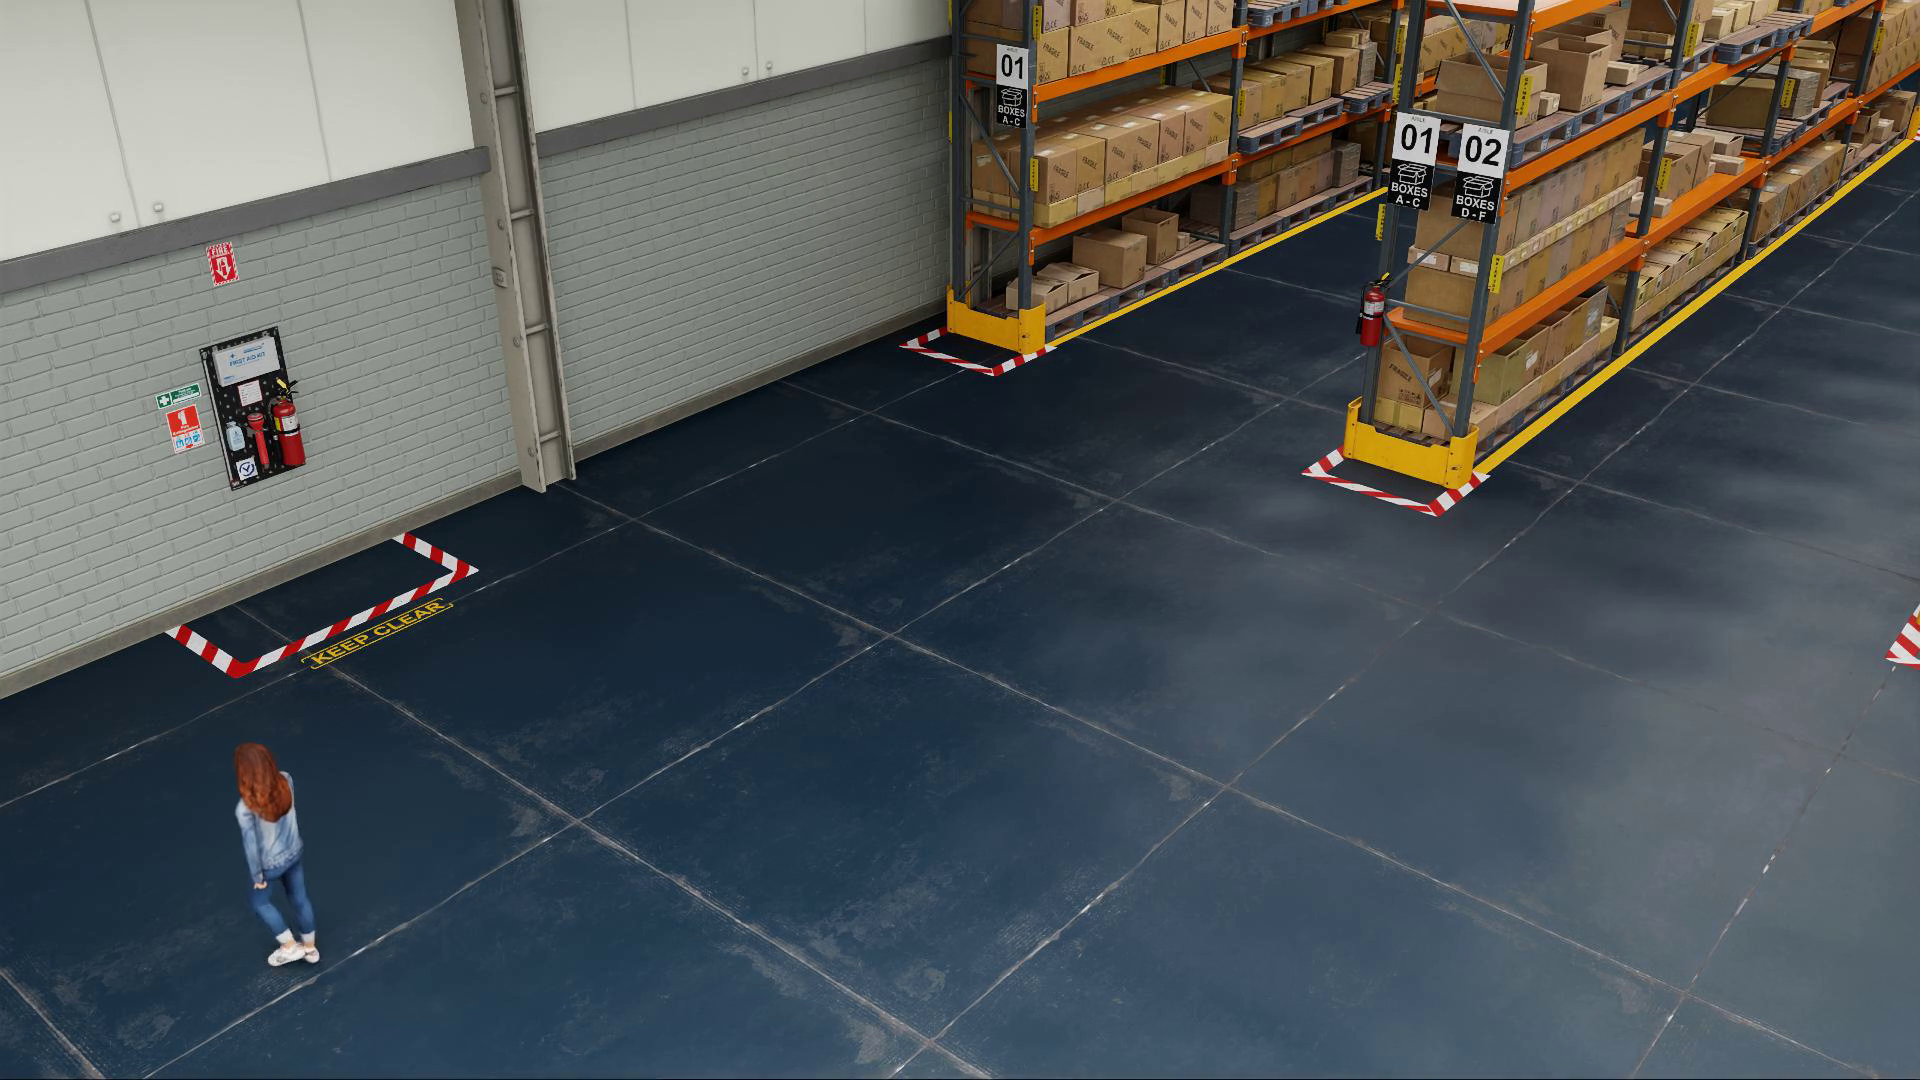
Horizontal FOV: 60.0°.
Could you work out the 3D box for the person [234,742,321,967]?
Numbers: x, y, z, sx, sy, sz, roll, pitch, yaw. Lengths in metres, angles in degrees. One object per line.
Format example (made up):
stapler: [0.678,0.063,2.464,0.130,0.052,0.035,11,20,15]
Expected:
person: [-3.725,1.761,9.202,0.685,1.469,0.538,13,31,22]
